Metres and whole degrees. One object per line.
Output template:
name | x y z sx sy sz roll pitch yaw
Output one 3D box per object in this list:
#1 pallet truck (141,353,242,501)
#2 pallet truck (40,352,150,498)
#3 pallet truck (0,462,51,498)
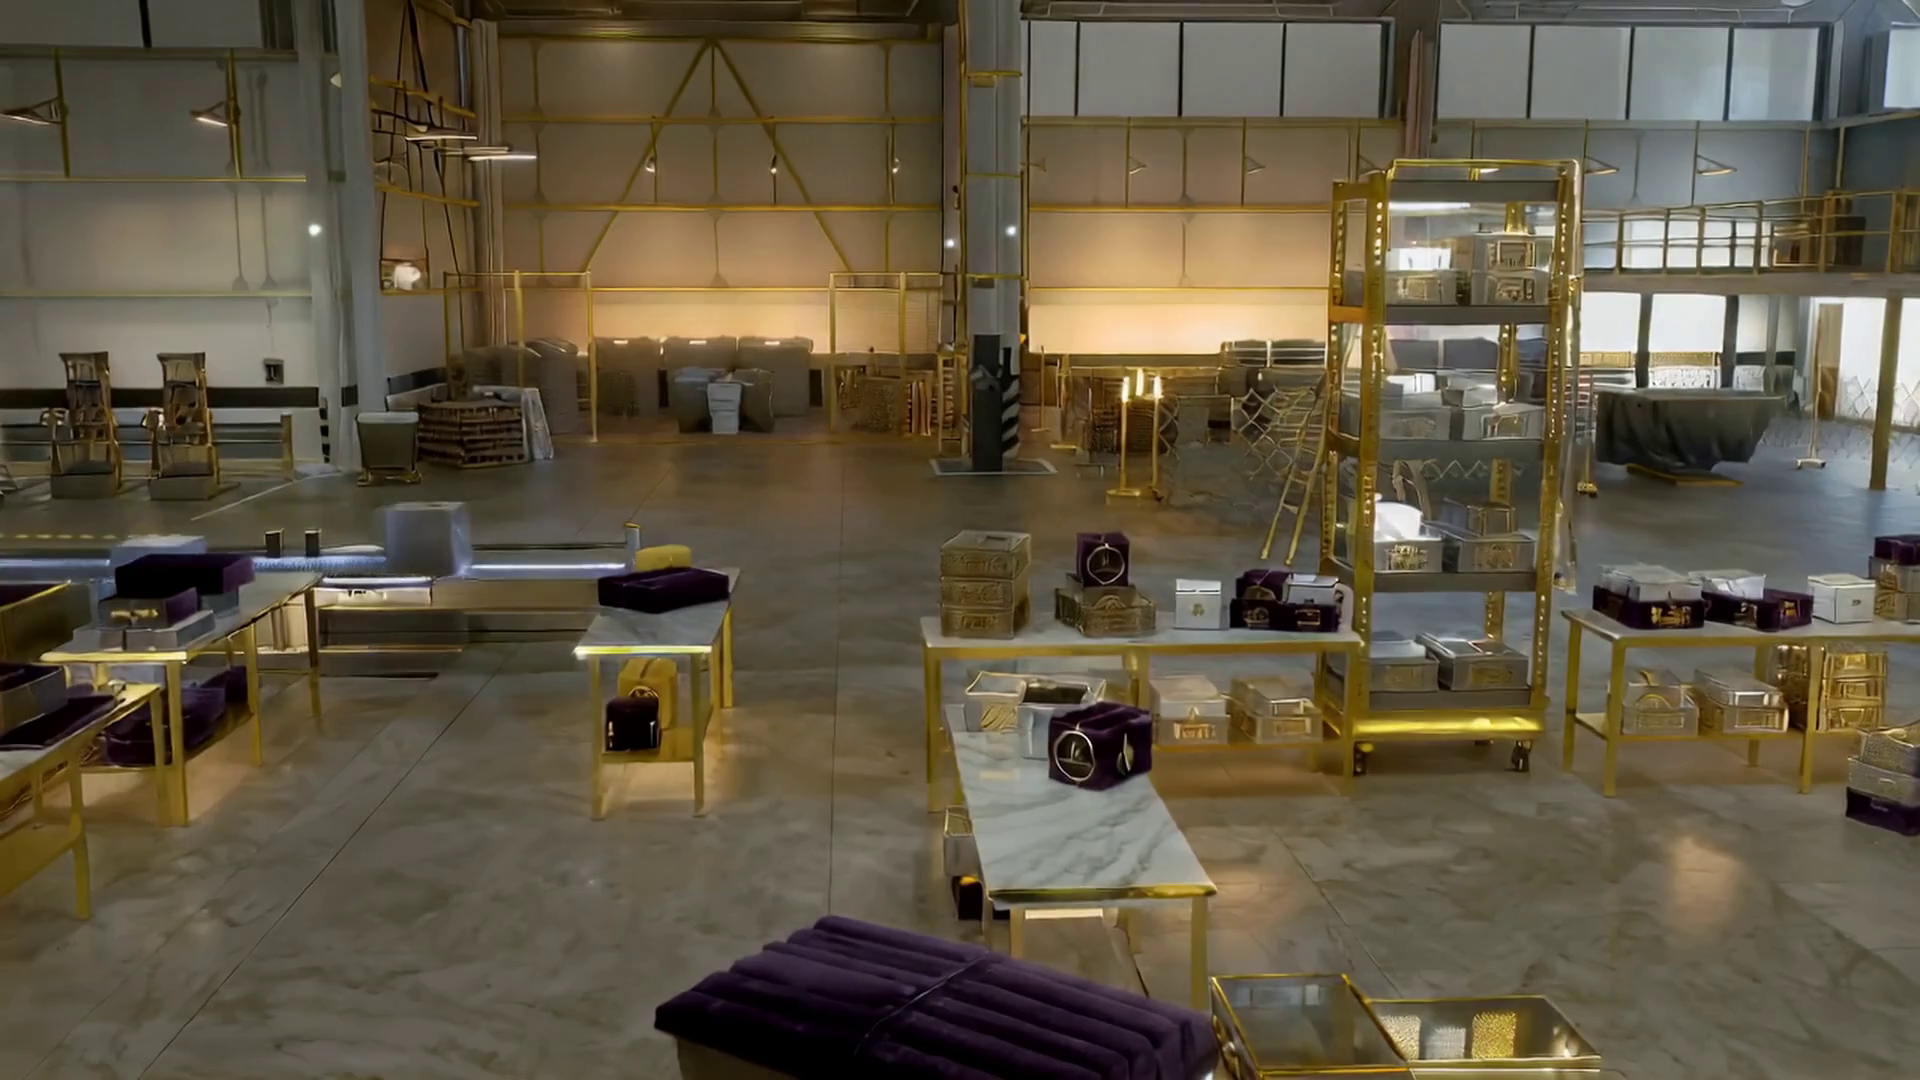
pallet truck | -10.520 -1.604 22.925 0.823 1.965 1.885 -1 9 -6
pallet truck | -11.907 -1.642 23.165 0.823 1.965 1.885 0 9 0
pallet truck | -13.193 -1.293 23.148 0.653 1.274 1.630 -1 9 -4
